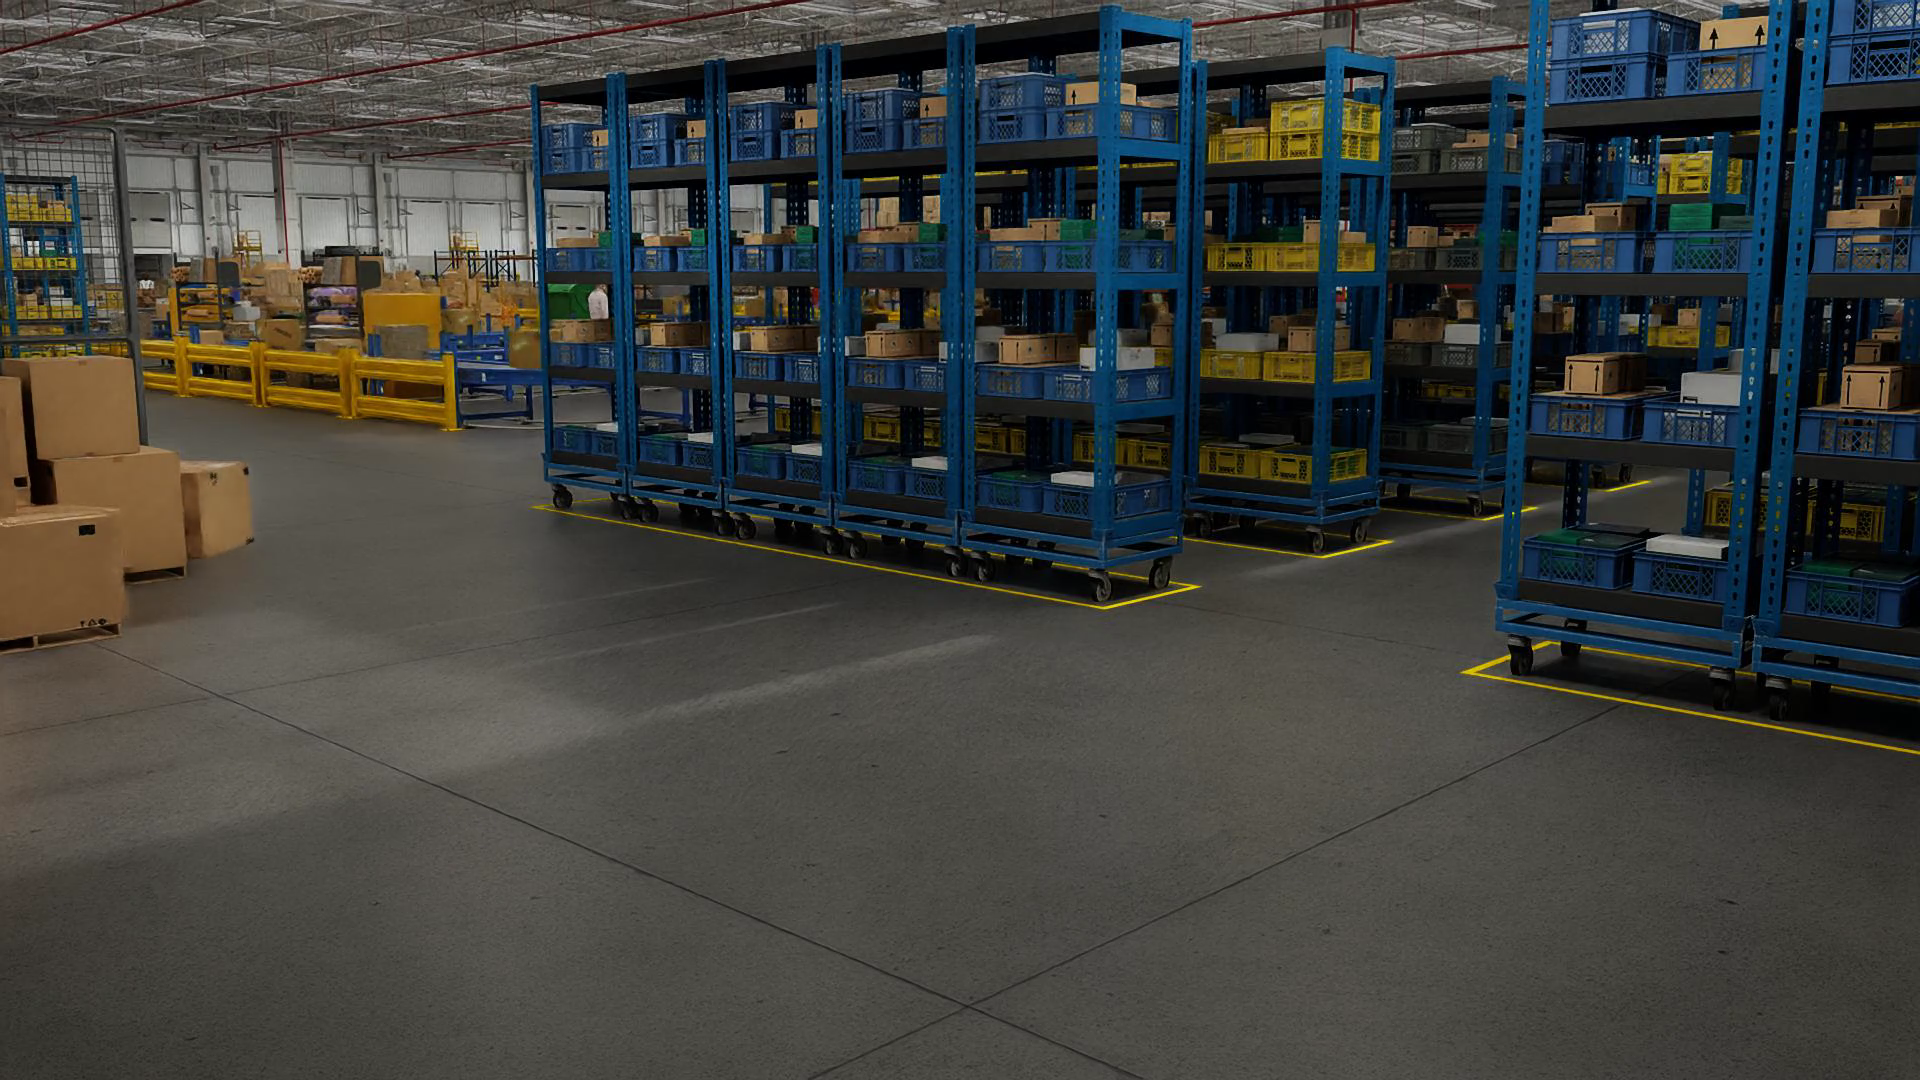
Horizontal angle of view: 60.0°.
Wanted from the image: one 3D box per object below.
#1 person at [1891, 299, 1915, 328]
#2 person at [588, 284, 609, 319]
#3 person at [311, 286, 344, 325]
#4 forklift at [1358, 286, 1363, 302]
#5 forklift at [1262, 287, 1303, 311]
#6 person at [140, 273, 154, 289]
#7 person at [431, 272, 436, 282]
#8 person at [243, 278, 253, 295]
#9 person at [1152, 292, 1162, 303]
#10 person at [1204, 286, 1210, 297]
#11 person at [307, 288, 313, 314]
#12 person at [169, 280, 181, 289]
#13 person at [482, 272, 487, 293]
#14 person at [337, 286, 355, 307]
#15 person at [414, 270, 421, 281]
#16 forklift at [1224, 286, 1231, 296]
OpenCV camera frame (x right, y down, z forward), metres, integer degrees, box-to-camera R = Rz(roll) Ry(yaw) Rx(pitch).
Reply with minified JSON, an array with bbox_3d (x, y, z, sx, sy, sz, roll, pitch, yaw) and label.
[{"bbox_3d":[12.015,-2.300,20.939,0.614,1.952,0.944,7,12,37],"label":"person"},{"bbox_3d":[-7.079,-4.238,32.909,0.411,1.908,0.643,-7,12,-39],"label":"person"},{"bbox_3d":[-12.395,-4.262,32.634,0.608,2.044,0.370,-5,11,-29],"label":"person"},{"bbox_3d":[11.100,-7.017,46.970,1.873,2.768,1.129,9,13,43],"label":"forklift"},{"bbox_3d":[10.769,-8.203,54.240,1.129,2.768,1.873,8,12,42],"label":"forklift"},{"bbox_3d":[-34.811,-10.477,71.236,0.574,1.883,0.361,-2,9,-11],"label":"person"},{"bbox_3d":[-28.767,-13.679,90.828,0.864,1.898,0.598,0,9,-2],"label":"person"},{"bbox_3d":[-27.269,-9.134,63.515,0.747,1.714,0.480,1,9,8],"label":"person"},{"bbox_3d":[6.348,-7.453,53.451,0.278,1.634,0.497,-3,10,-19],"label":"person"},{"bbox_3d":[8.195,-7.635,54.571,0.497,1.632,0.289,6,11,33],"label":"person"},{"bbox_3d":[-23.073,-8.479,59.102,0.540,1.847,0.510,-3,10,-15],"label":"person"},{"bbox_3d":[-39.297,-12.399,83.205,0.590,1.818,0.925,2,9,10],"label":"person"},{"bbox_3d":[-25.912,-13.606,90.431,1.022,1.889,0.643,0,9,-1],"label":"person"},{"bbox_3d":[-18.549,-7.076,50.247,0.576,1.925,0.409,-1,9,-3],"label":"person"},{"bbox_3d":[-28.536,-13.235,87.658,0.535,2.000,0.687,-5,10,-27],"label":"person"},{"bbox_3d":[10.048,-9.228,60.527,1.873,2.768,1.129,9,13,43],"label":"forklift"}]
